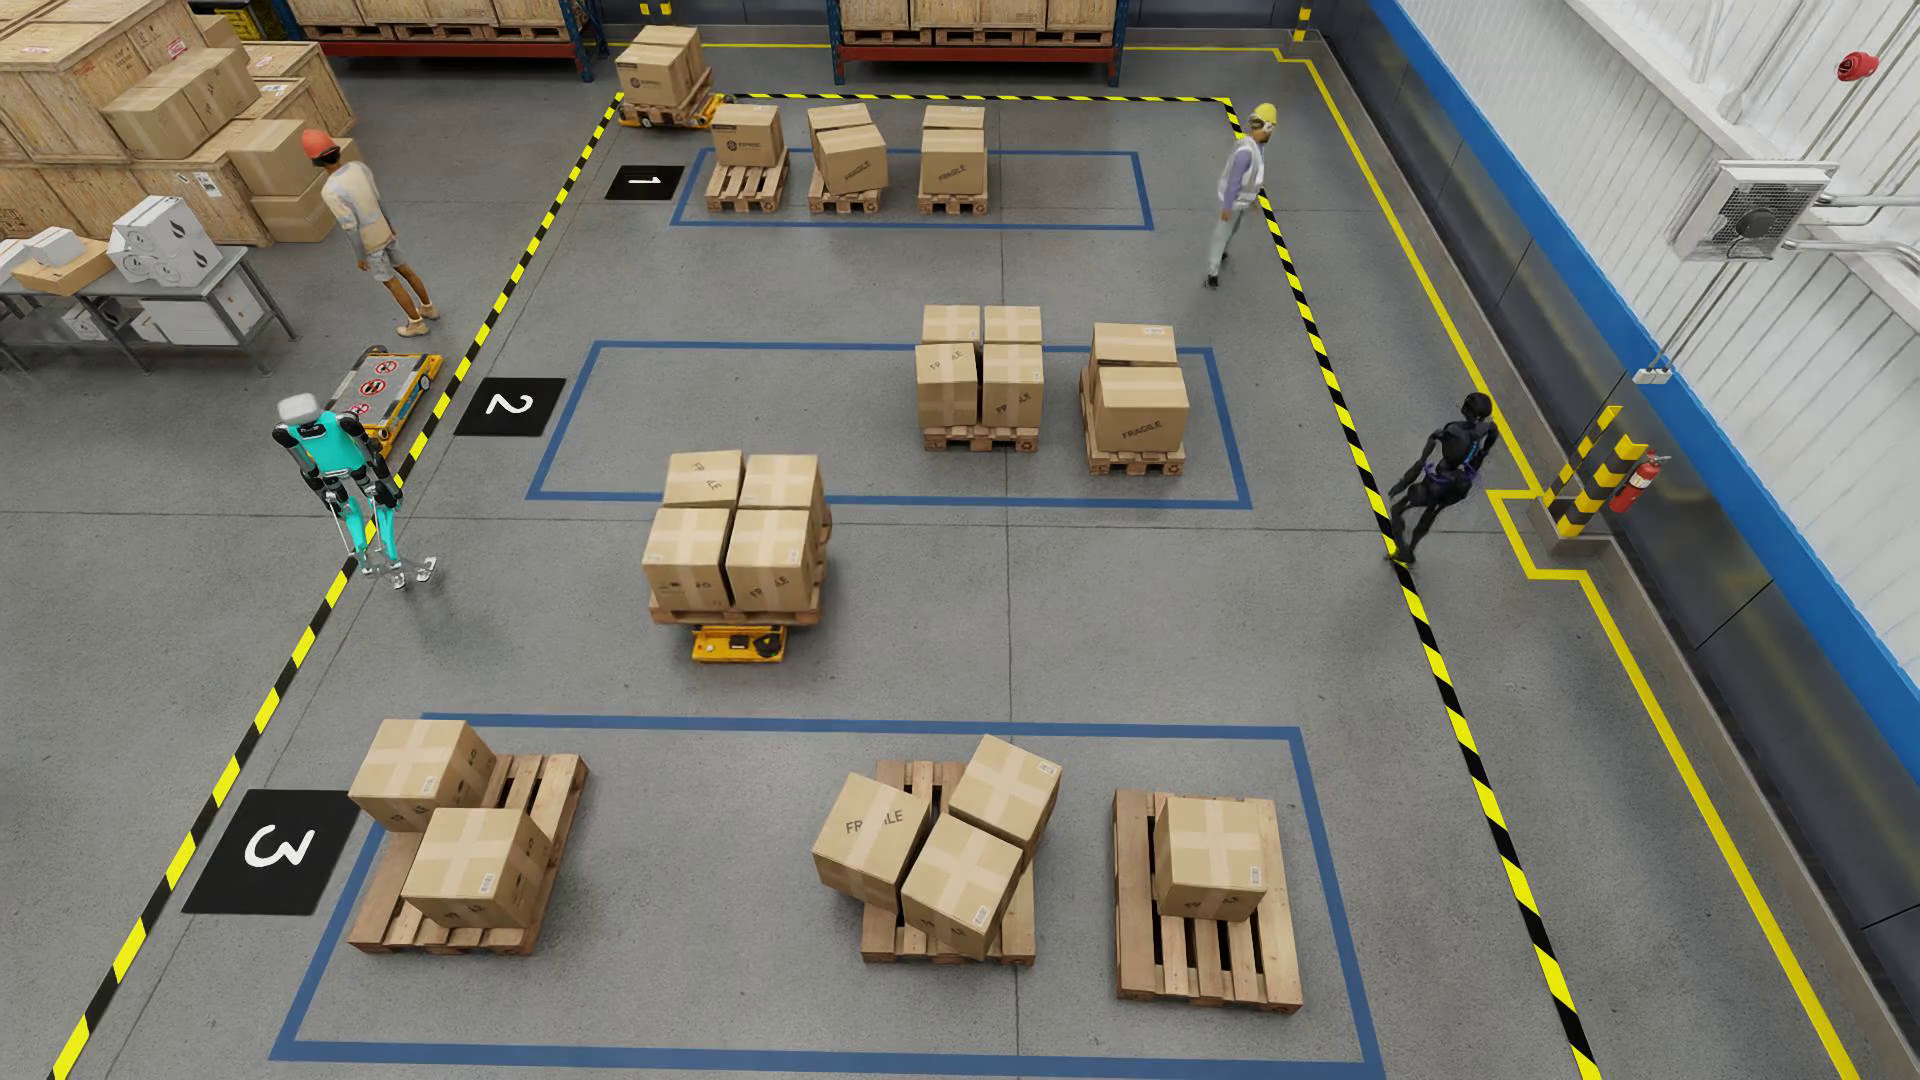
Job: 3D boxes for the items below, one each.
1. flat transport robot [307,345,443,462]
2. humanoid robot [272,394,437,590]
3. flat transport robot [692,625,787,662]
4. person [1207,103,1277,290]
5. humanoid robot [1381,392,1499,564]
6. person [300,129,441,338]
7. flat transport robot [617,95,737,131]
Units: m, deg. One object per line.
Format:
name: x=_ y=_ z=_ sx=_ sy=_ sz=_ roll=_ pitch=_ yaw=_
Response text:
flat transport robot: x=-5.383 y=-1.269 z=8.441 sx=0.659 sy=0.231 sz=1.431 roll=1 pitch=50 yaw=1
humanoid robot: x=-4.277 y=-0.198 z=6.486 sx=0.533 sy=1.674 sz=0.735 roll=-11 pitch=51 yaw=-9
flat transport robot: x=-1.621 y=0.291 z=7.102 sx=0.652 sy=0.197 sz=1.431 roll=1 pitch=50 yaw=0
person: x=2.810 y=-3.450 z=9.302 sx=0.406 sy=1.779 sz=0.690 roll=22 pitch=53 yaw=17
humanoid robot: x=3.563 y=-0.416 z=6.793 sx=0.600 sy=1.644 sz=0.388 roll=-6 pitch=50 yaw=-5
person: x=-5.535 y=-2.834 z=8.605 sx=0.382 sy=2.039 sz=0.613 roll=4 pitch=50 yaw=3
flat transport robot: x=-3.761 y=-5.728 z=12.196 sx=1.431 sy=0.197 sz=0.652 roll=6 pitch=50 yaw=5
